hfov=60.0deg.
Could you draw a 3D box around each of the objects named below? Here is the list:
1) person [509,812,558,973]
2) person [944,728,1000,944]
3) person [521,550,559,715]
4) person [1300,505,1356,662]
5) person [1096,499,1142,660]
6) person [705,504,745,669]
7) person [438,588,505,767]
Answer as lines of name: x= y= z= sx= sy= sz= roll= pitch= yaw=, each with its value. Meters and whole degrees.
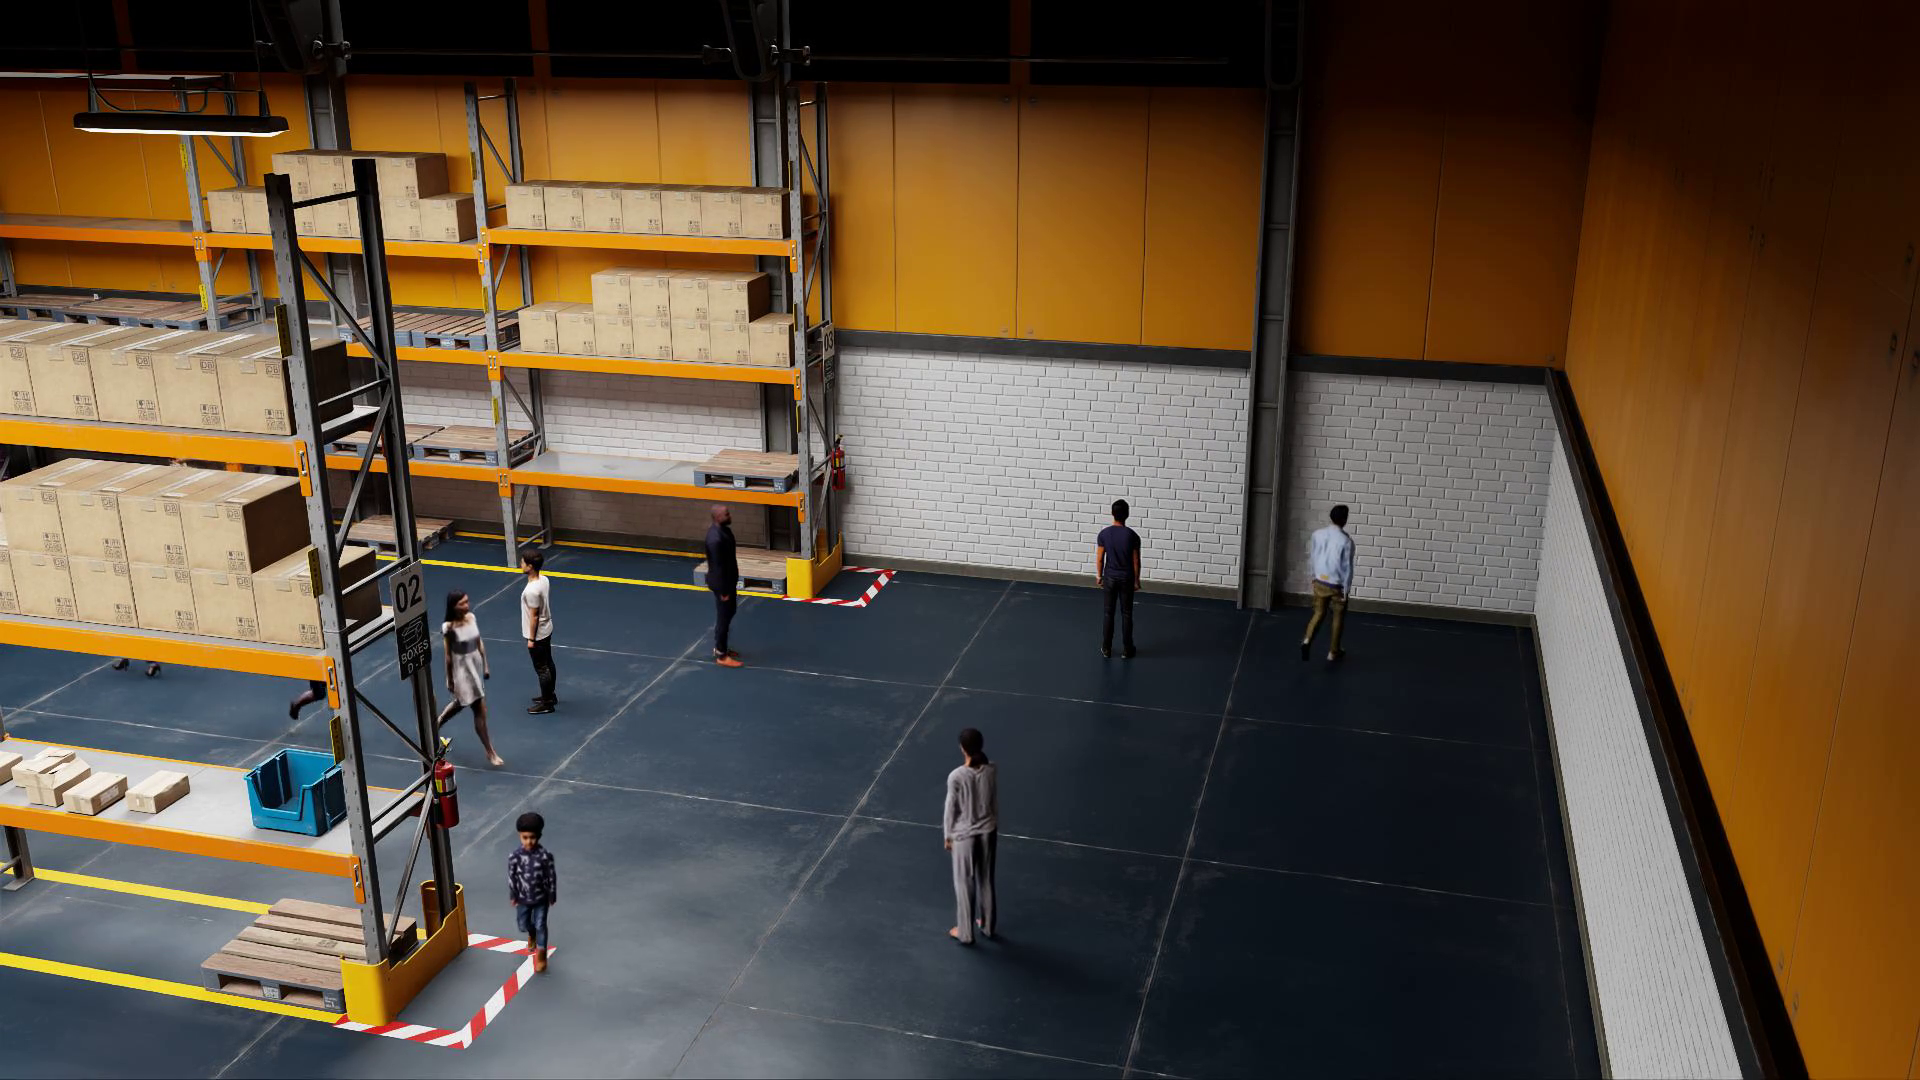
person: x=-3.221 y=2.624 z=12.553 sx=0.661 sy=1.245 sz=0.674 roll=-1 pitch=19 yaw=-4
person: x=0.108 y=2.272 z=12.779 sx=0.641 sy=1.768 sz=0.726 roll=-8 pitch=20 yaw=-23
person: x=-4.277 y=0.910 z=16.895 sx=0.627 sy=1.722 sz=0.680 roll=0 pitch=19 yaw=-1
person: x=3.971 y=0.504 z=17.988 sx=1.046 sy=1.794 sz=1.003 roll=16 pitch=24 yaw=39
person: x=1.738 y=0.423 z=18.229 sx=0.481 sy=1.794 sz=0.718 roll=3 pitch=19 yaw=10
person: x=-2.591 y=0.474 z=18.035 sx=0.702 sy=1.820 sz=0.745 roll=1 pitch=19 yaw=3
person: x=-4.739 y=1.292 z=15.737 sx=1.202 sy=1.737 sz=0.761 roll=9 pitch=21 yaw=25
